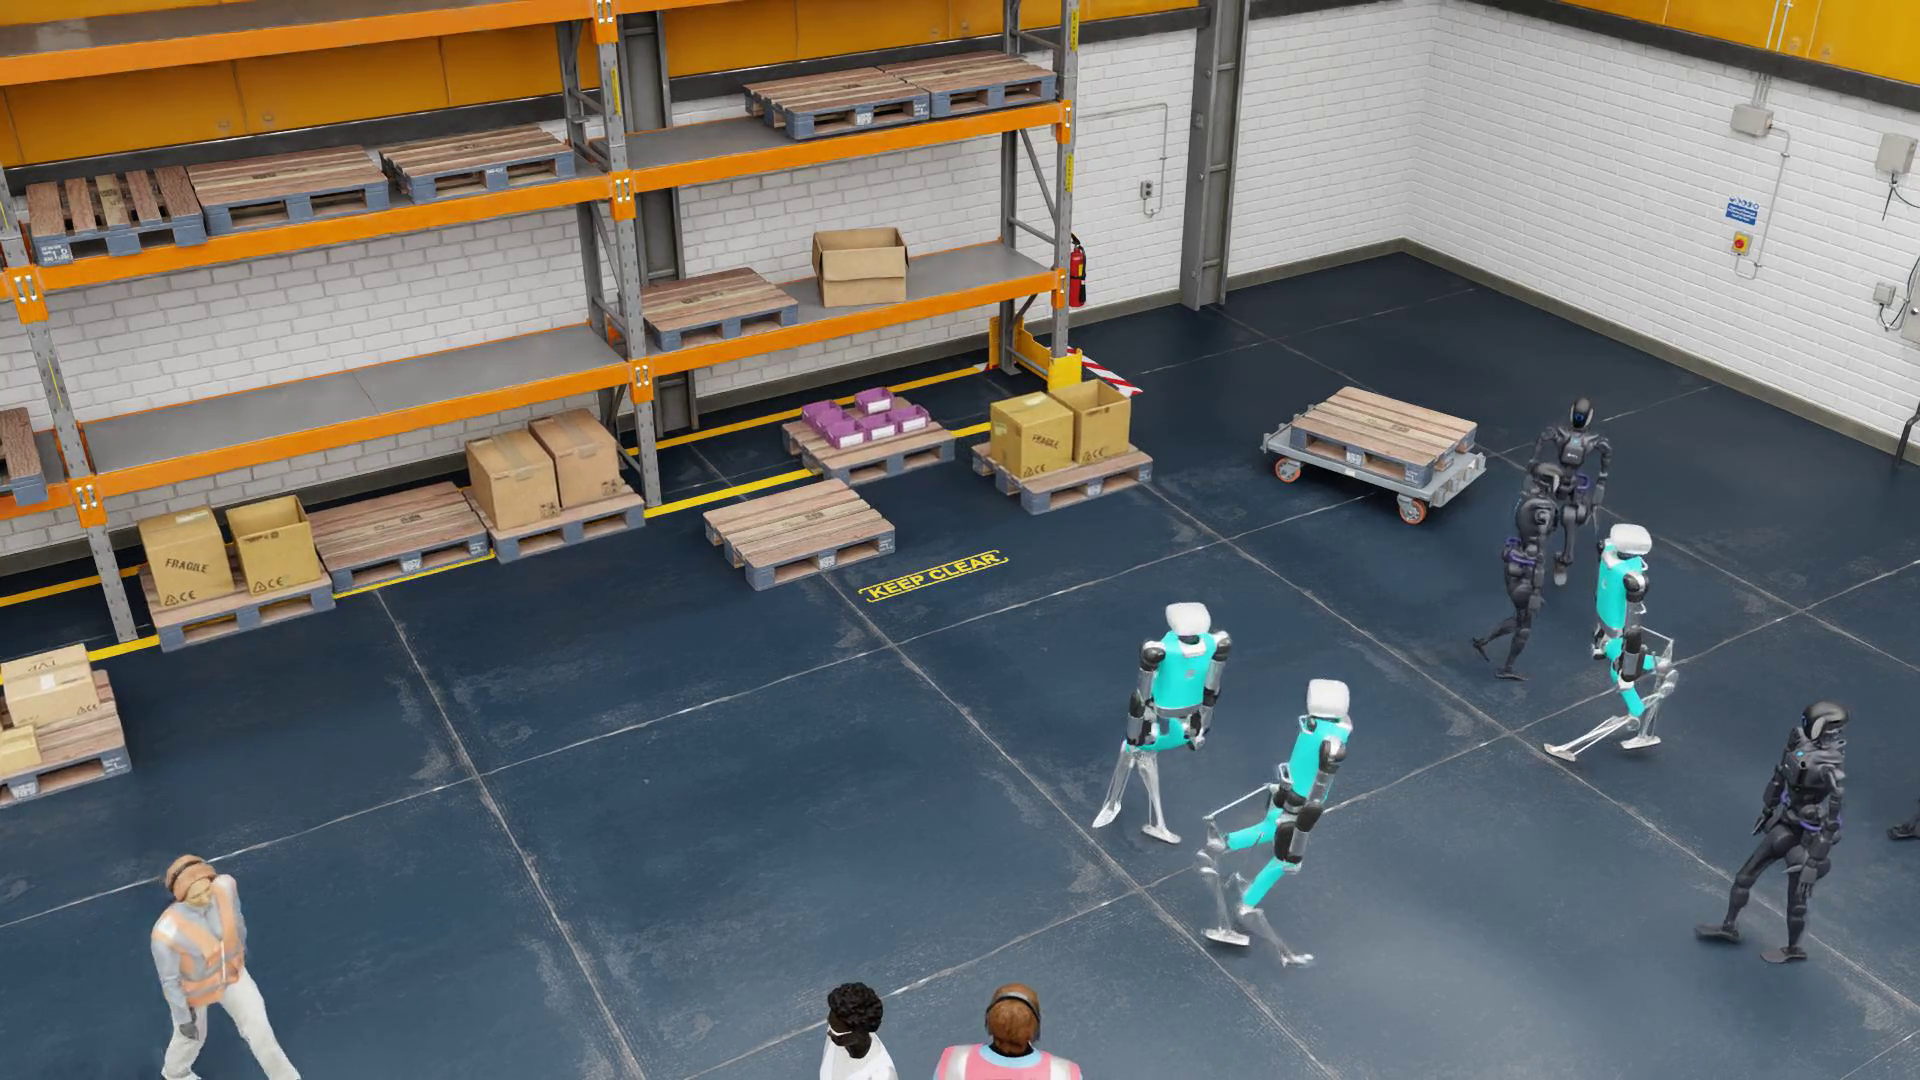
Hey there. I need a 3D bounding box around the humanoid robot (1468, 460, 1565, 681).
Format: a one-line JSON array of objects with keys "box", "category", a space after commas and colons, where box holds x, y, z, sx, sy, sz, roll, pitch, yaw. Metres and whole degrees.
[{"box": [3.770, 0.207, 11.171, 0.387, 1.643, 0.613, 4, 30, 7], "category": "humanoid robot"}]

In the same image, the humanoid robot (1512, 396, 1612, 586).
[{"box": [4.377, -0.327, 12.126, 0.609, 1.636, 0.492, 11, 31, 18], "category": "humanoid robot"}]

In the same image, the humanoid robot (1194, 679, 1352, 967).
[{"box": [1.553, 1.522, 8.808, 0.891, 1.770, 0.542, 1, 29, 2], "category": "humanoid robot"}]

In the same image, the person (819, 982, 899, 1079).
[{"box": [-0.420, 2.532, 7.039, 0.318, 1.696, 0.535, -16, 33, -26], "category": "person"}]

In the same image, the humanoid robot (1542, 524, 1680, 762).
[{"box": [4.205, 0.684, 10.274, 1.027, 1.729, 0.544, -2, 30, -3], "category": "humanoid robot"}]

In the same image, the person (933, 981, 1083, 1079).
[{"box": [0.203, 2.561, 6.858, 0.624, 1.836, 0.431, 5, 30, 9], "category": "person"}]

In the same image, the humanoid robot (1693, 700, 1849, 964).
[{"box": [4.360, 1.570, 8.778, 0.639, 1.641, 0.595, -2, 30, -4], "category": "humanoid robot"}]

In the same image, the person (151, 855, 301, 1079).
[{"box": [-3.579, 2.096, 7.909, 0.875, 1.586, 0.549, 13, 32, 22], "category": "person"}]

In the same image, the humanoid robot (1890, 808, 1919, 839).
[{"box": [5.981, 1.047, 9.735, 0.778, 1.623, 0.590, -4, 30, -7], "category": "humanoid robot"}]

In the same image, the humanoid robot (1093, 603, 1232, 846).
[{"box": [1.120, 0.999, 9.709, 0.588, 1.764, 0.886, -8, 31, -14], "category": "humanoid robot"}]
